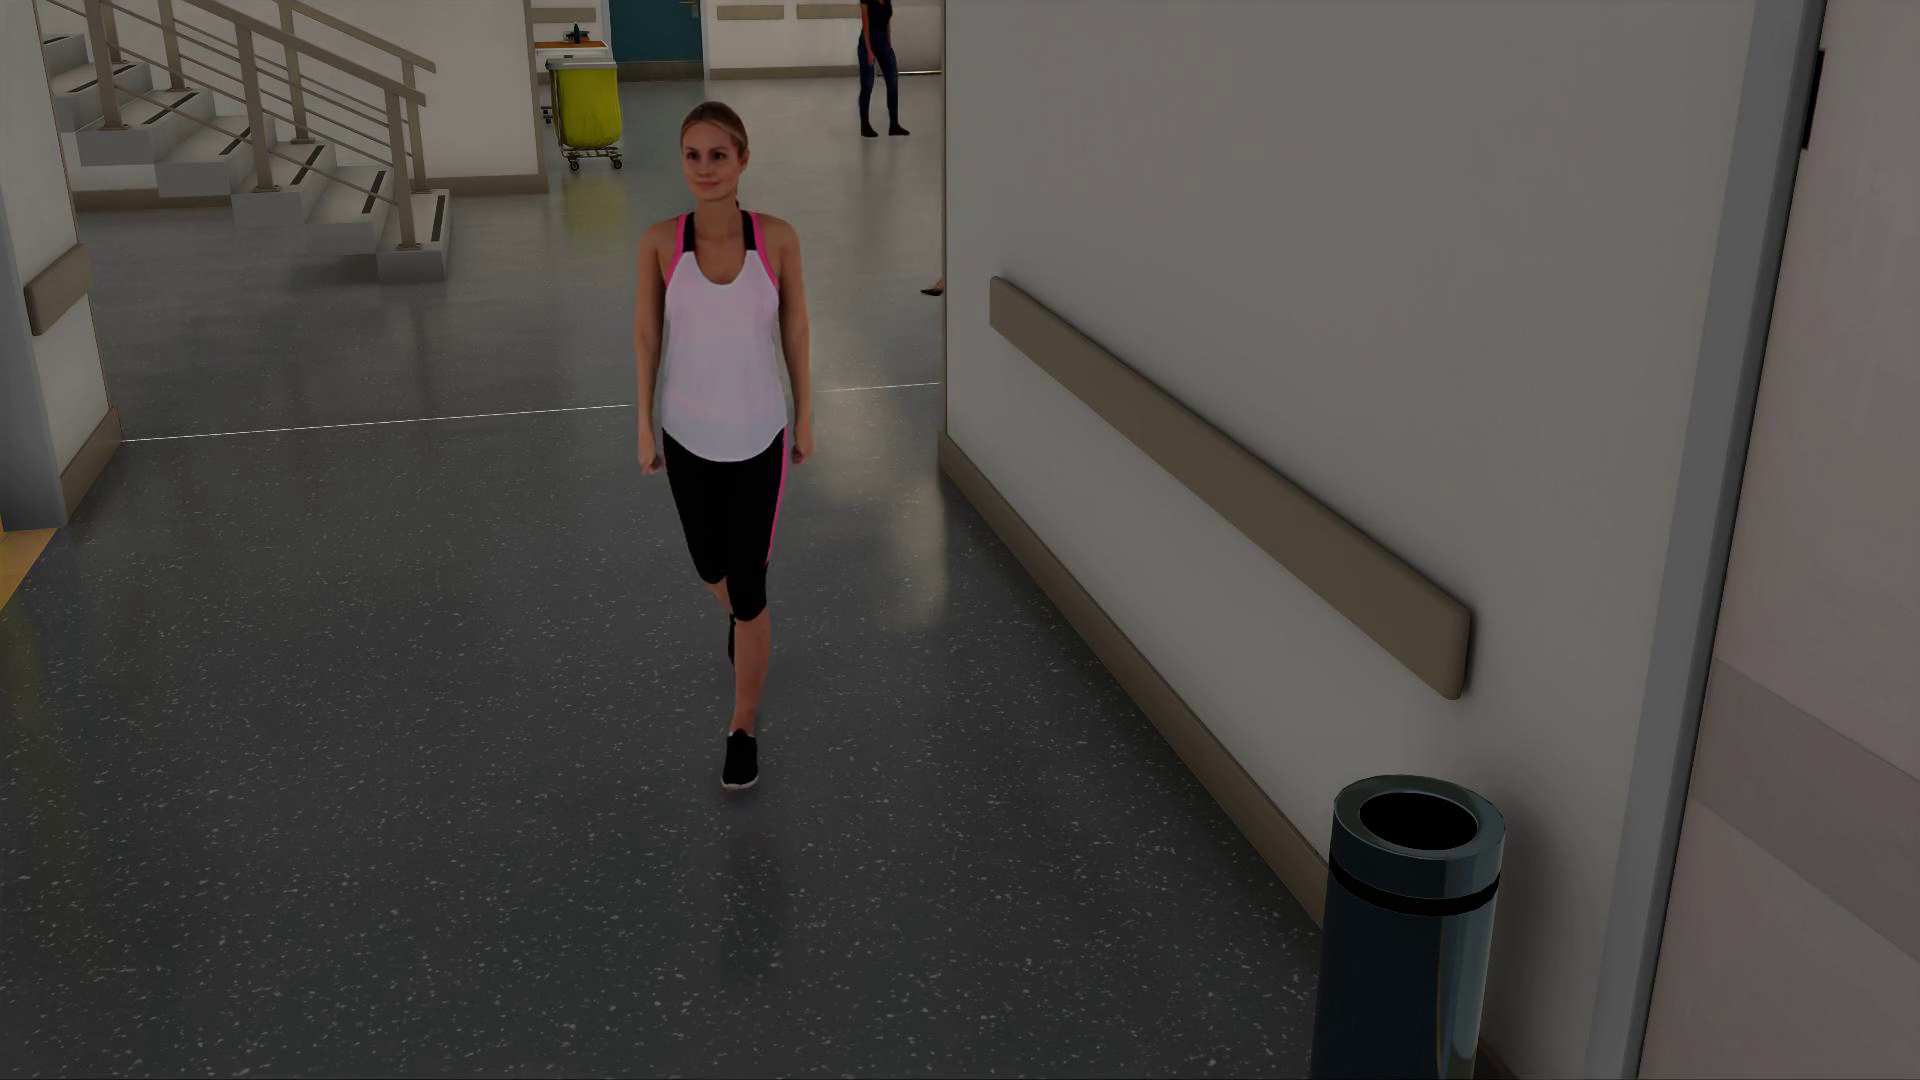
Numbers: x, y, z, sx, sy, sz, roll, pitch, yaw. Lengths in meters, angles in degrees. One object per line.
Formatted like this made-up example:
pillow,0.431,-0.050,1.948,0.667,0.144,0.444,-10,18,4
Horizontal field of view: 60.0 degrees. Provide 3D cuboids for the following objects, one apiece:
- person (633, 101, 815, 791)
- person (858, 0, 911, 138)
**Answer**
person,-0.629,-0.279,4.540,1.114,1.761,0.859,0,21,-1
person,-0.935,-5.025,17.129,0.813,1.719,0.813,-17,27,-38
